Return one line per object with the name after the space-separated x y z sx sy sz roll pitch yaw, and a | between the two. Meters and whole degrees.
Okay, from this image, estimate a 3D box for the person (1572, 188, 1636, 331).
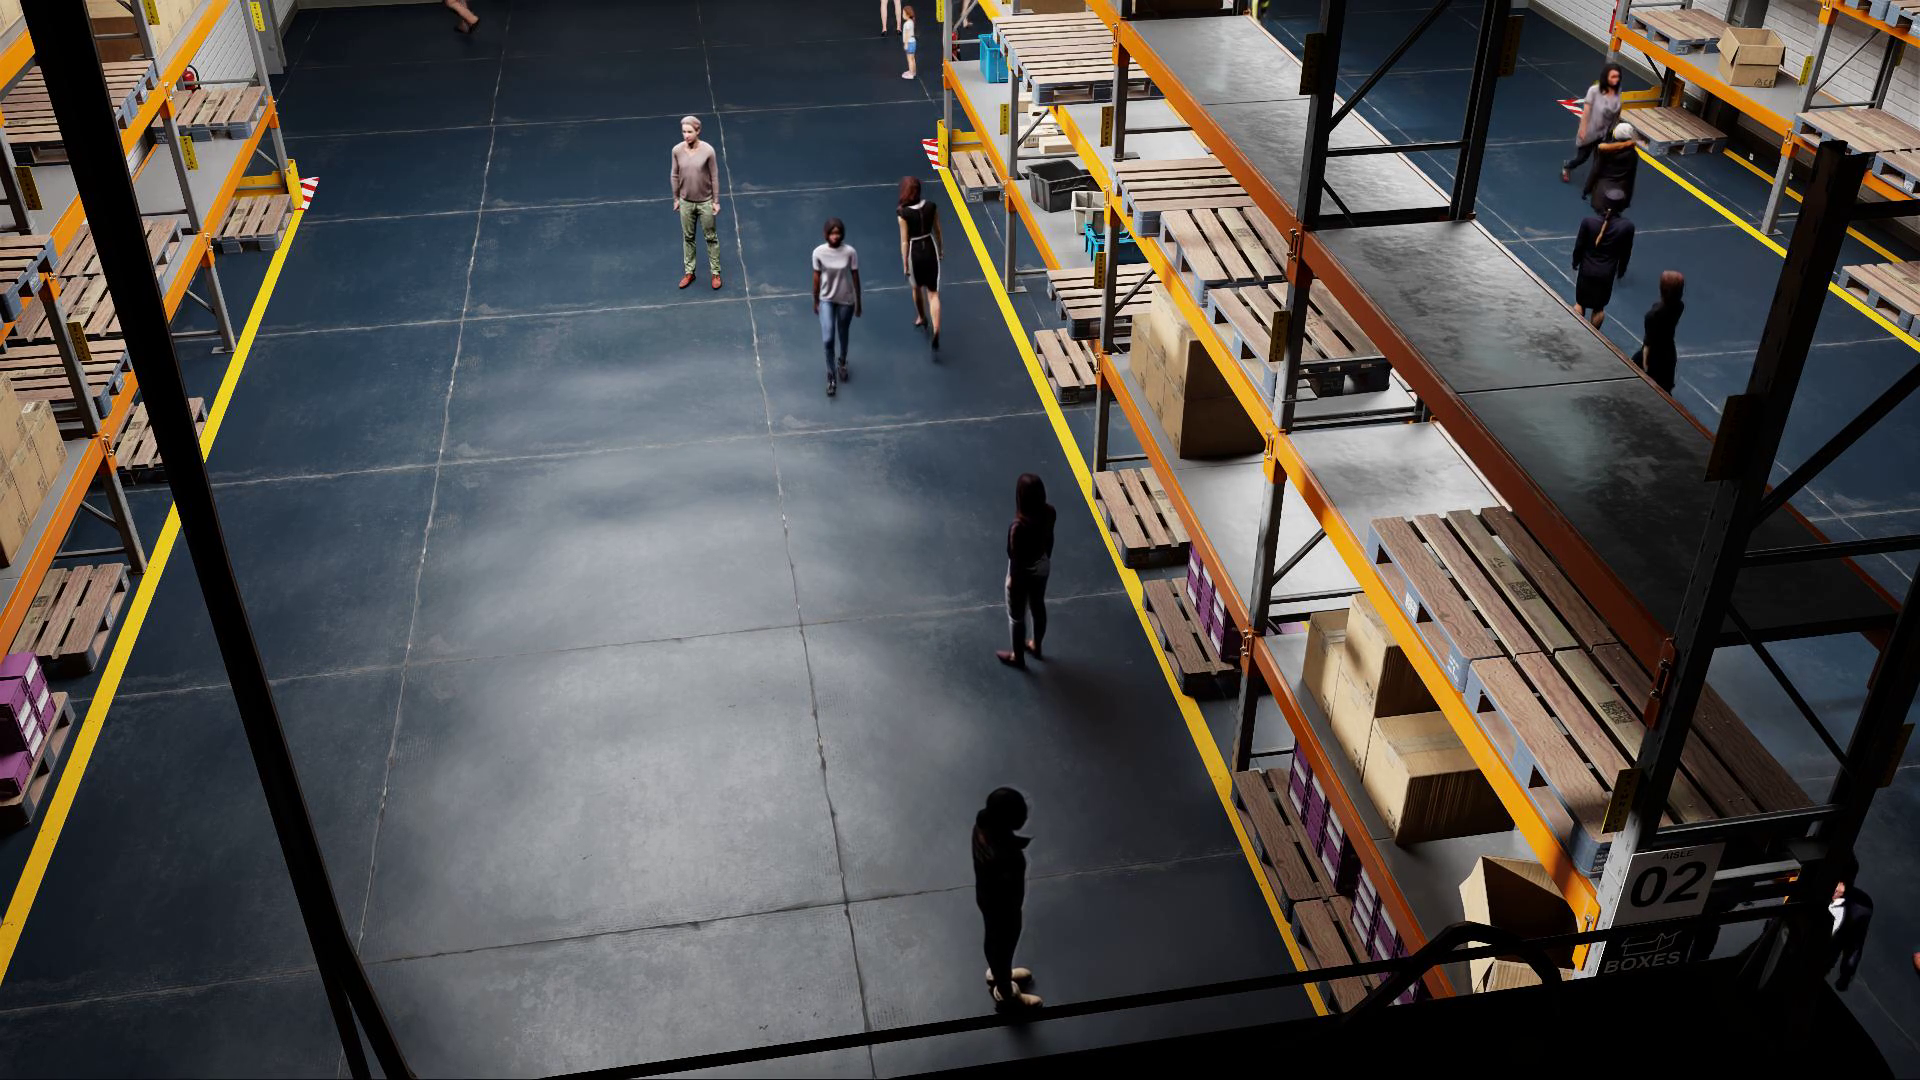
6.336 -2.676 16.535 0.798 1.667 0.806 11 35 16 | person

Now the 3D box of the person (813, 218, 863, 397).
-1.184 -2.307 15.953 0.645 1.697 0.925 -3 34 -5 | person

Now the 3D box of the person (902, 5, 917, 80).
-0.714 -7.143 23.840 0.524 1.019 0.427 6 34 9 | person

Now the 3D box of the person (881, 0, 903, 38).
-1.069 -8.592 25.289 0.596 1.830 0.524 -2 34 -4 | person

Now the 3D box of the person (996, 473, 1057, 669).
0.499 0.221 12.232 0.721 1.607 0.685 28 42 35 | person

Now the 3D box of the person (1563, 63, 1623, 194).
7.669 -5.000 20.104 0.638 1.586 0.928 -7 34 -11 | person

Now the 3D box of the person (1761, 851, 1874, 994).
4.572 2.252 9.105 0.868 1.684 1.241 2 34 3 | person

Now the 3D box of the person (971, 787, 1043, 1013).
0.215 2.057 9.419 0.665 1.662 0.611 8 35 12 | person

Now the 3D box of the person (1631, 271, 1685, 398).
6.299 -1.569 14.877 0.806 1.658 1.153 -16 37 -22 | person

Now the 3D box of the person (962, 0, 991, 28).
0.198 -8.703 25.737 0.989 1.517 1.045 21 39 28 | person

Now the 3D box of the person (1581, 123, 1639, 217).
7.114 -3.719 18.155 0.727 1.611 0.955 -1 34 -1 | person

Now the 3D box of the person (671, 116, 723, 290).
-2.807 -3.620 17.766 0.735 1.876 0.700 3 34 5 | person

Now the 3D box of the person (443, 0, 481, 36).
-7.598 -8.556 25.239 0.959 1.825 0.933 11 35 16 | person

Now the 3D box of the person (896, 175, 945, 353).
-0.350 -2.703 16.504 0.831 1.748 1.143 -10 35 -15 | person
